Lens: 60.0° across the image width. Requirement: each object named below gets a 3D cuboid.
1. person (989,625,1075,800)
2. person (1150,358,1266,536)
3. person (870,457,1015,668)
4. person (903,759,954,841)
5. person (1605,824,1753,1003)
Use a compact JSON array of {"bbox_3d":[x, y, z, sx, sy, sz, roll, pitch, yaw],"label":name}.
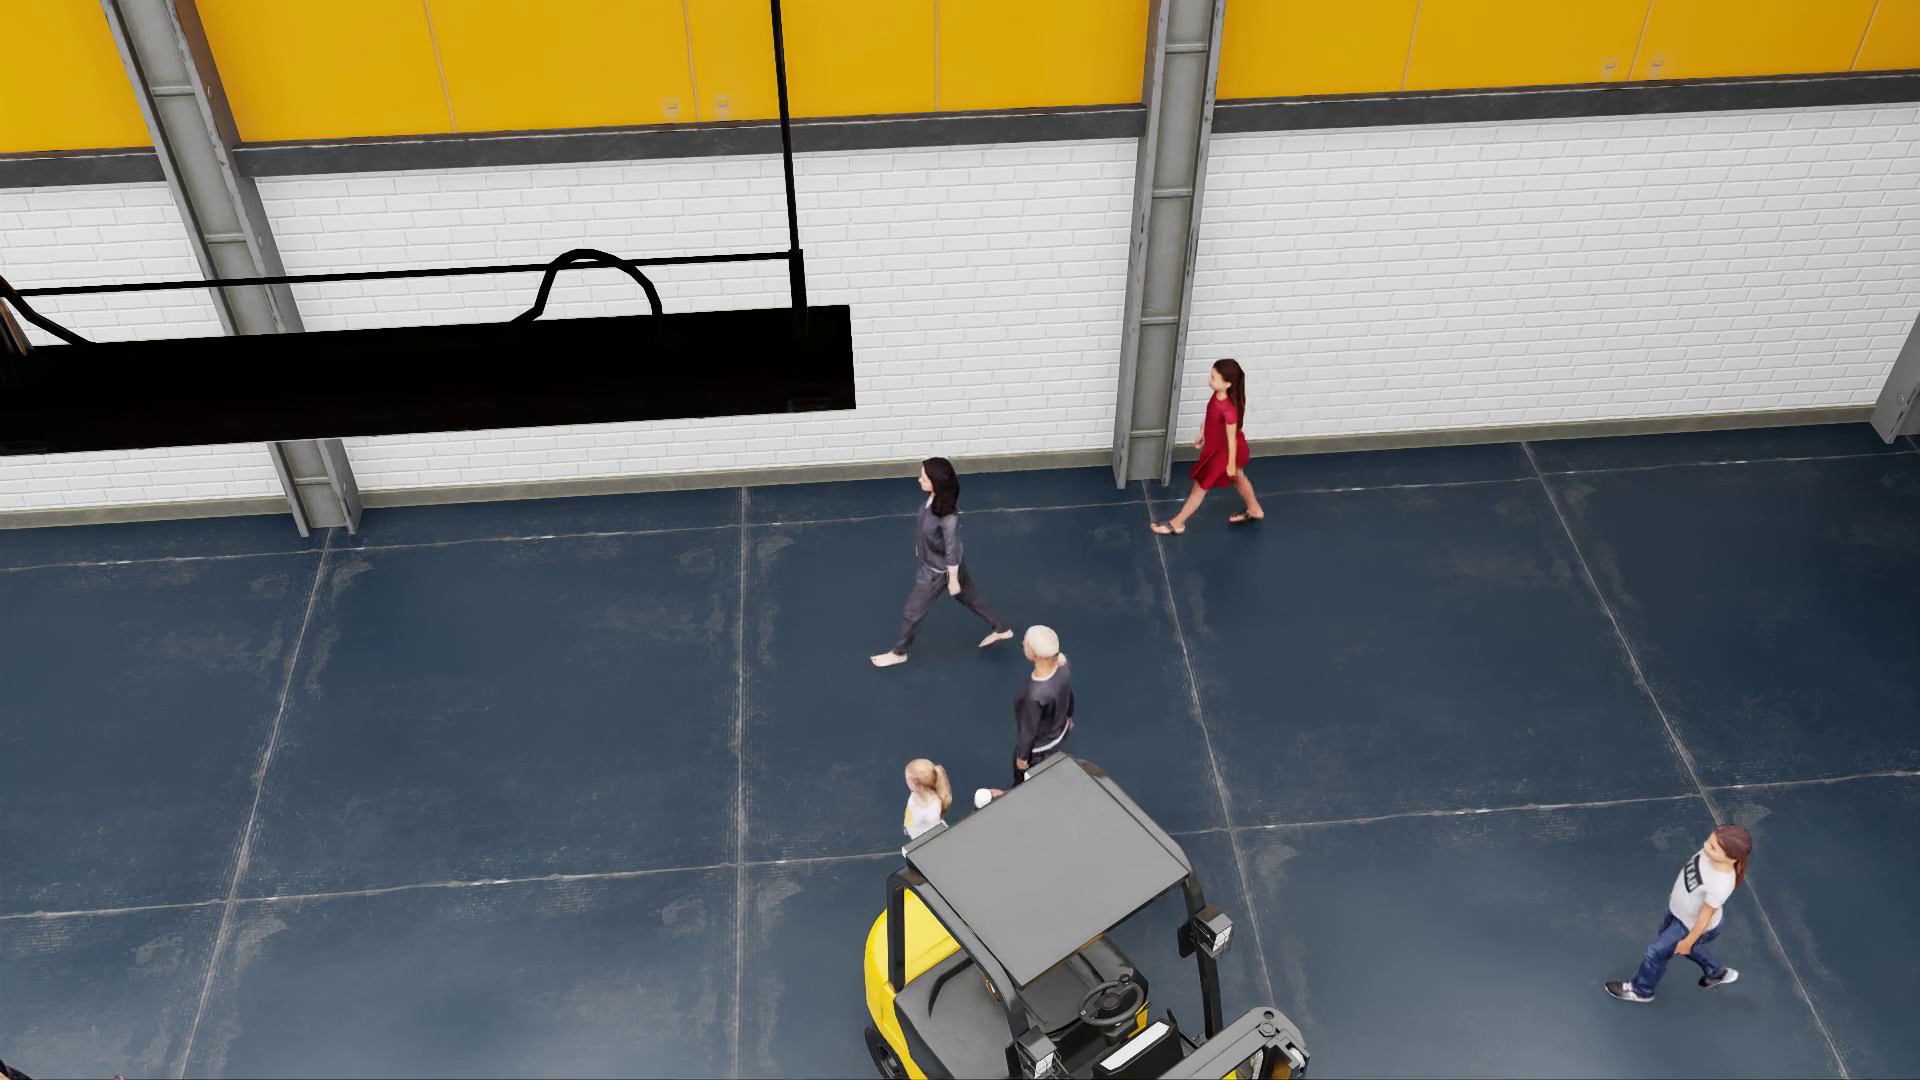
[{"bbox_3d":[0.564,1.163,9.613,1.166,1.698,0.948,17,46,17],"label":"person"},{"bbox_3d":[1.913,-0.635,11.639,1.066,1.506,0.543,-2,44,-2],"label":"person"},{"bbox_3d":[-0.021,0.153,10.662,1.178,1.713,0.600,-5,44,-5],"label":"person"},{"bbox_3d":[-0.113,1.671,9.394,0.542,1.263,0.501,-8,44,-9],"label":"person"},{"bbox_3d":[3.955,2.001,8.841,0.934,1.549,0.730,11,45,11],"label":"person"}]
